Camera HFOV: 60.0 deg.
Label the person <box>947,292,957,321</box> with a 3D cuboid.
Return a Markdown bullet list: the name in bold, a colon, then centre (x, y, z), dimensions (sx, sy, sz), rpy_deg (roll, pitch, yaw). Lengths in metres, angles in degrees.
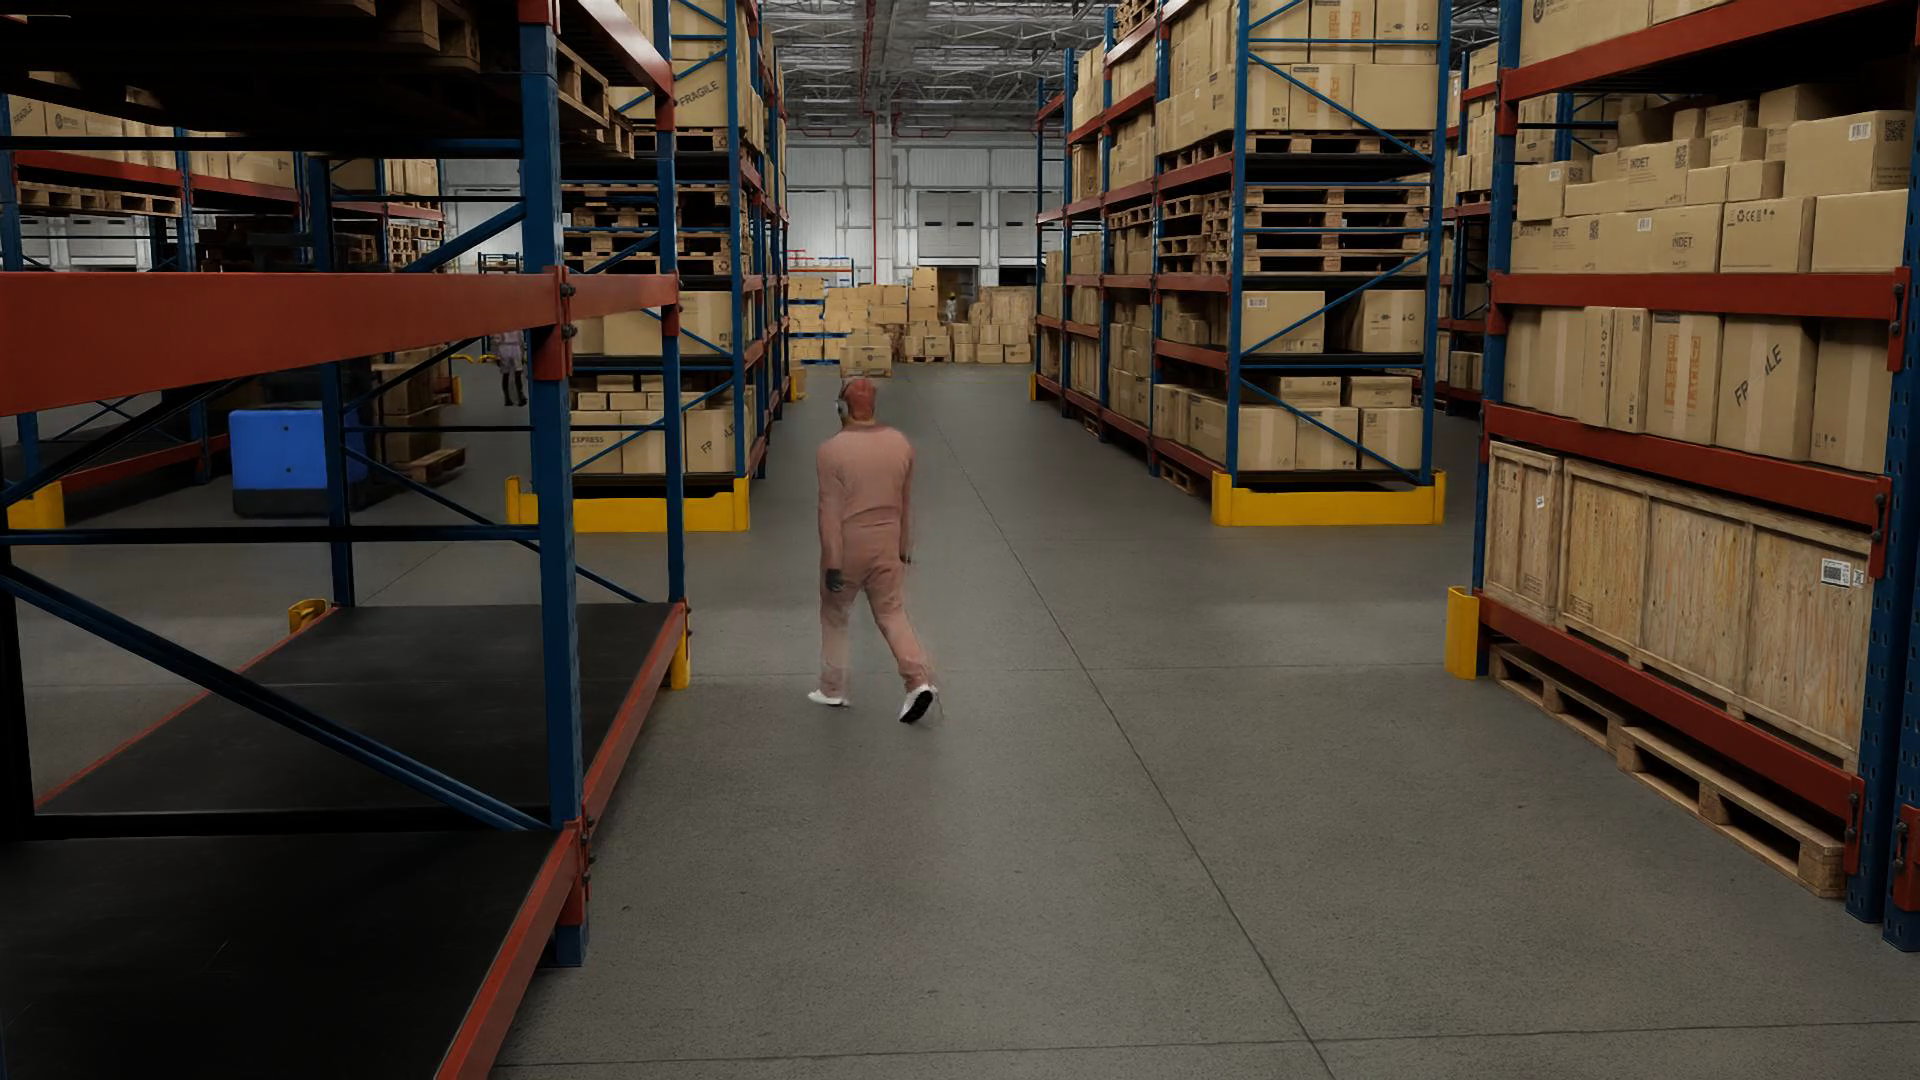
- **person**: centre (-0.359, -9.209, 67.581), dimensions (0.488, 1.732, 0.464), rpy_deg (-6, 11, -31)

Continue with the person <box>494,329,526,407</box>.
- **person**: centre (-8.192, -3.364, 30.350), dimensions (0.567, 1.882, 1.009), rpy_deg (-5, 10, -30)

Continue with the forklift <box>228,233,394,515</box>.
- **forklift**: centre (-6.676, -1.730, 16.995), dimensions (1.129, 2.768, 1.873), rpy_deg (-1, 9, -4)

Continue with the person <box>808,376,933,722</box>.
- **person**: centre (-0.494, 0.046, 9.023), dimensions (0.643, 1.878, 0.935), rpy_deg (-6, 11, -35)
